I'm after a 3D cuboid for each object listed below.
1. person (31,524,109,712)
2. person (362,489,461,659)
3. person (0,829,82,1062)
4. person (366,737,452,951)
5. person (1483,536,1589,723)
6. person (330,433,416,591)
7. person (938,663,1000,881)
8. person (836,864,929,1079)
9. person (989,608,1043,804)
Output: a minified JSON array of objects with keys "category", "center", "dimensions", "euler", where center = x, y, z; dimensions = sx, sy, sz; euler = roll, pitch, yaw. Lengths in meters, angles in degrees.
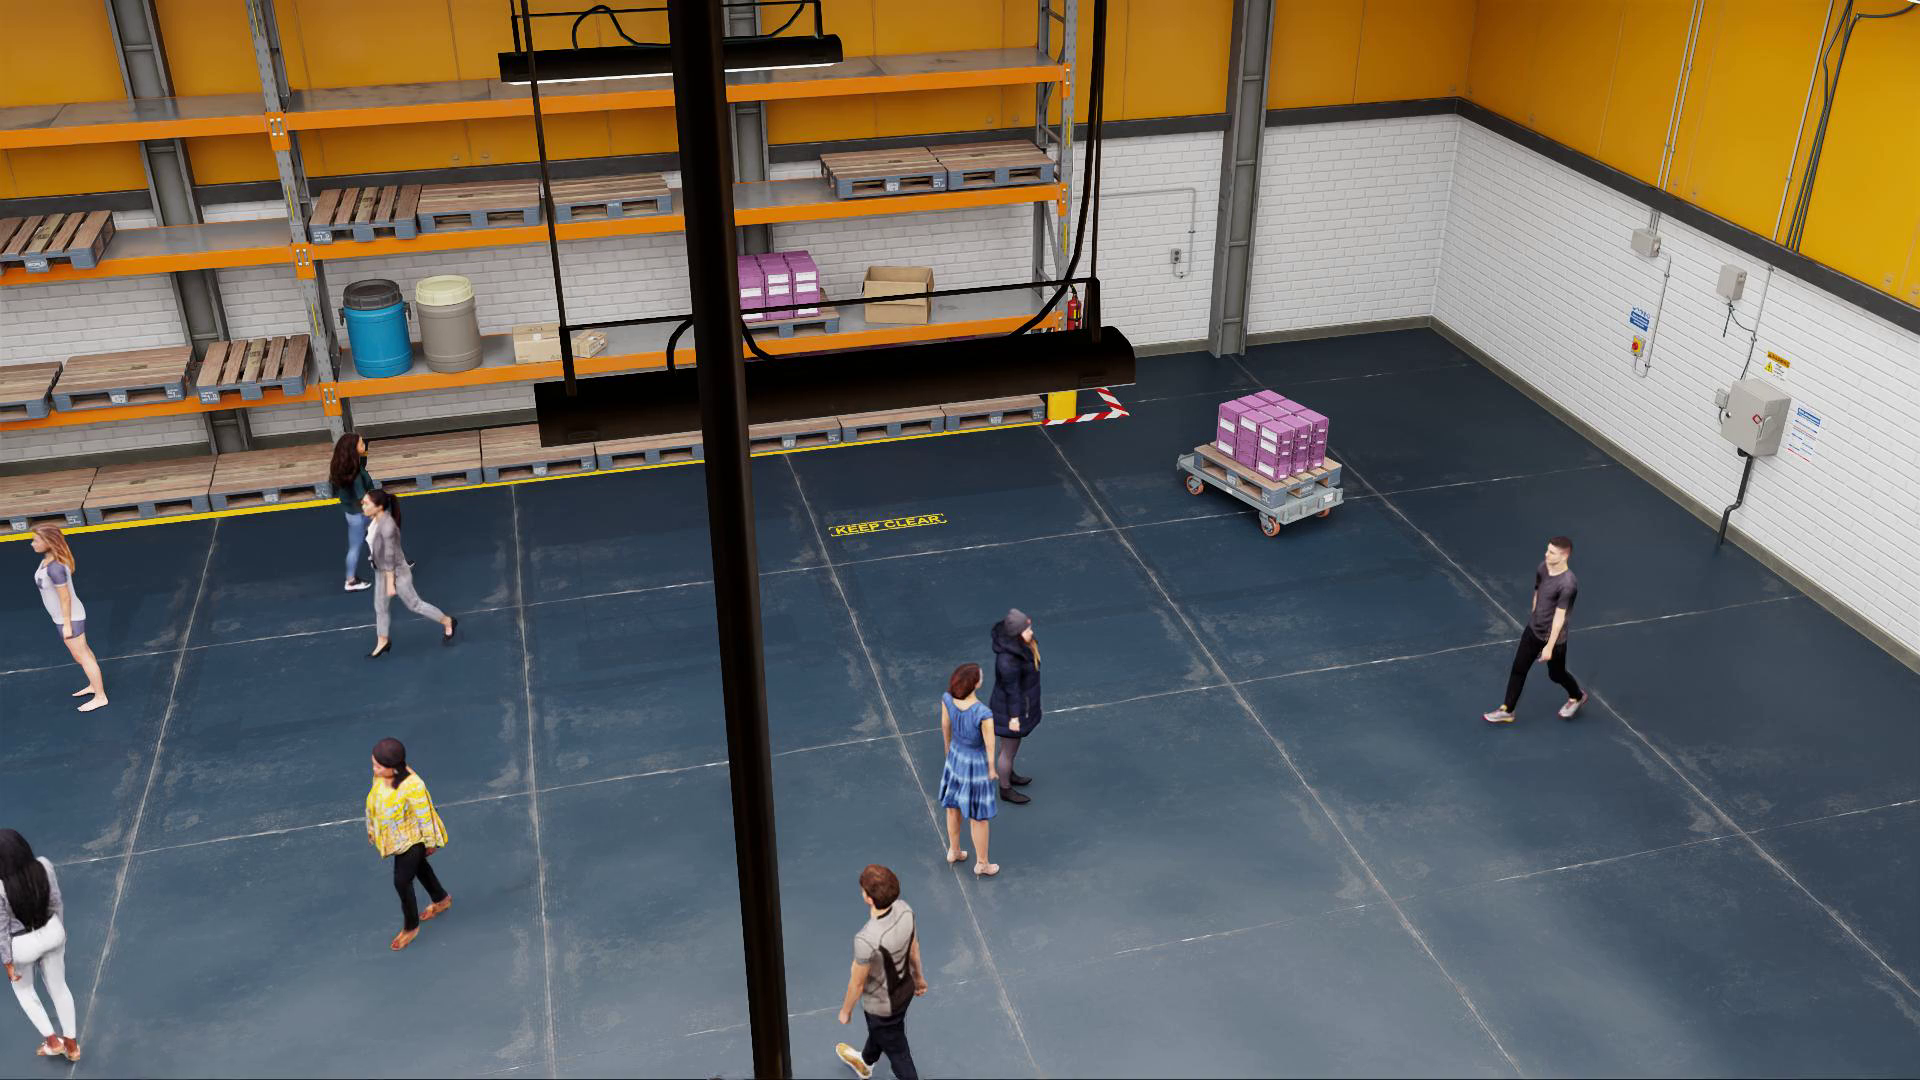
[{"category":"person","center":[-7.508,0.631,14.022],"dimensions":[0.633,1.735,0.652],"euler":[-16,33,-27]},{"category":"person","center":[-4.919,0.293,14.739],"dimensions":[1.140,1.641,0.778],"euler":[-15,32,-25]},{"category":"person","center":[-5.749,2.591,10.466],"dimensions":[0.797,1.699,0.726],"euler":[16,32,26]},{"category":"person","center":[-3.769,2.023,11.577],"dimensions":[0.981,1.632,0.910],"euler":[-25,37,-38]},{"category":"person","center":[4.934,0.778,13.752],"dimensions":[1.126,1.734,0.671],"euler":[-9,30,-16]},{"category":"person","center":[-5.784,-0.240,15.771],"dimensions":[0.973,1.590,0.728],"euler":[-14,32,-25]},{"category":"person","center":[0.070,1.667,12.048],"dimensions":[0.762,1.805,0.781],"euler":[22,36,35]},{"category":"person","center":[-0.352,2.772,9.961],"dimensions":[1.109,1.865,1.065],"euler":[17,33,29]},{"category":"person","center":[0.407,1.269,12.916],"dimensions":[0.773,1.674,0.764],"euler":[4,29,6]}]
